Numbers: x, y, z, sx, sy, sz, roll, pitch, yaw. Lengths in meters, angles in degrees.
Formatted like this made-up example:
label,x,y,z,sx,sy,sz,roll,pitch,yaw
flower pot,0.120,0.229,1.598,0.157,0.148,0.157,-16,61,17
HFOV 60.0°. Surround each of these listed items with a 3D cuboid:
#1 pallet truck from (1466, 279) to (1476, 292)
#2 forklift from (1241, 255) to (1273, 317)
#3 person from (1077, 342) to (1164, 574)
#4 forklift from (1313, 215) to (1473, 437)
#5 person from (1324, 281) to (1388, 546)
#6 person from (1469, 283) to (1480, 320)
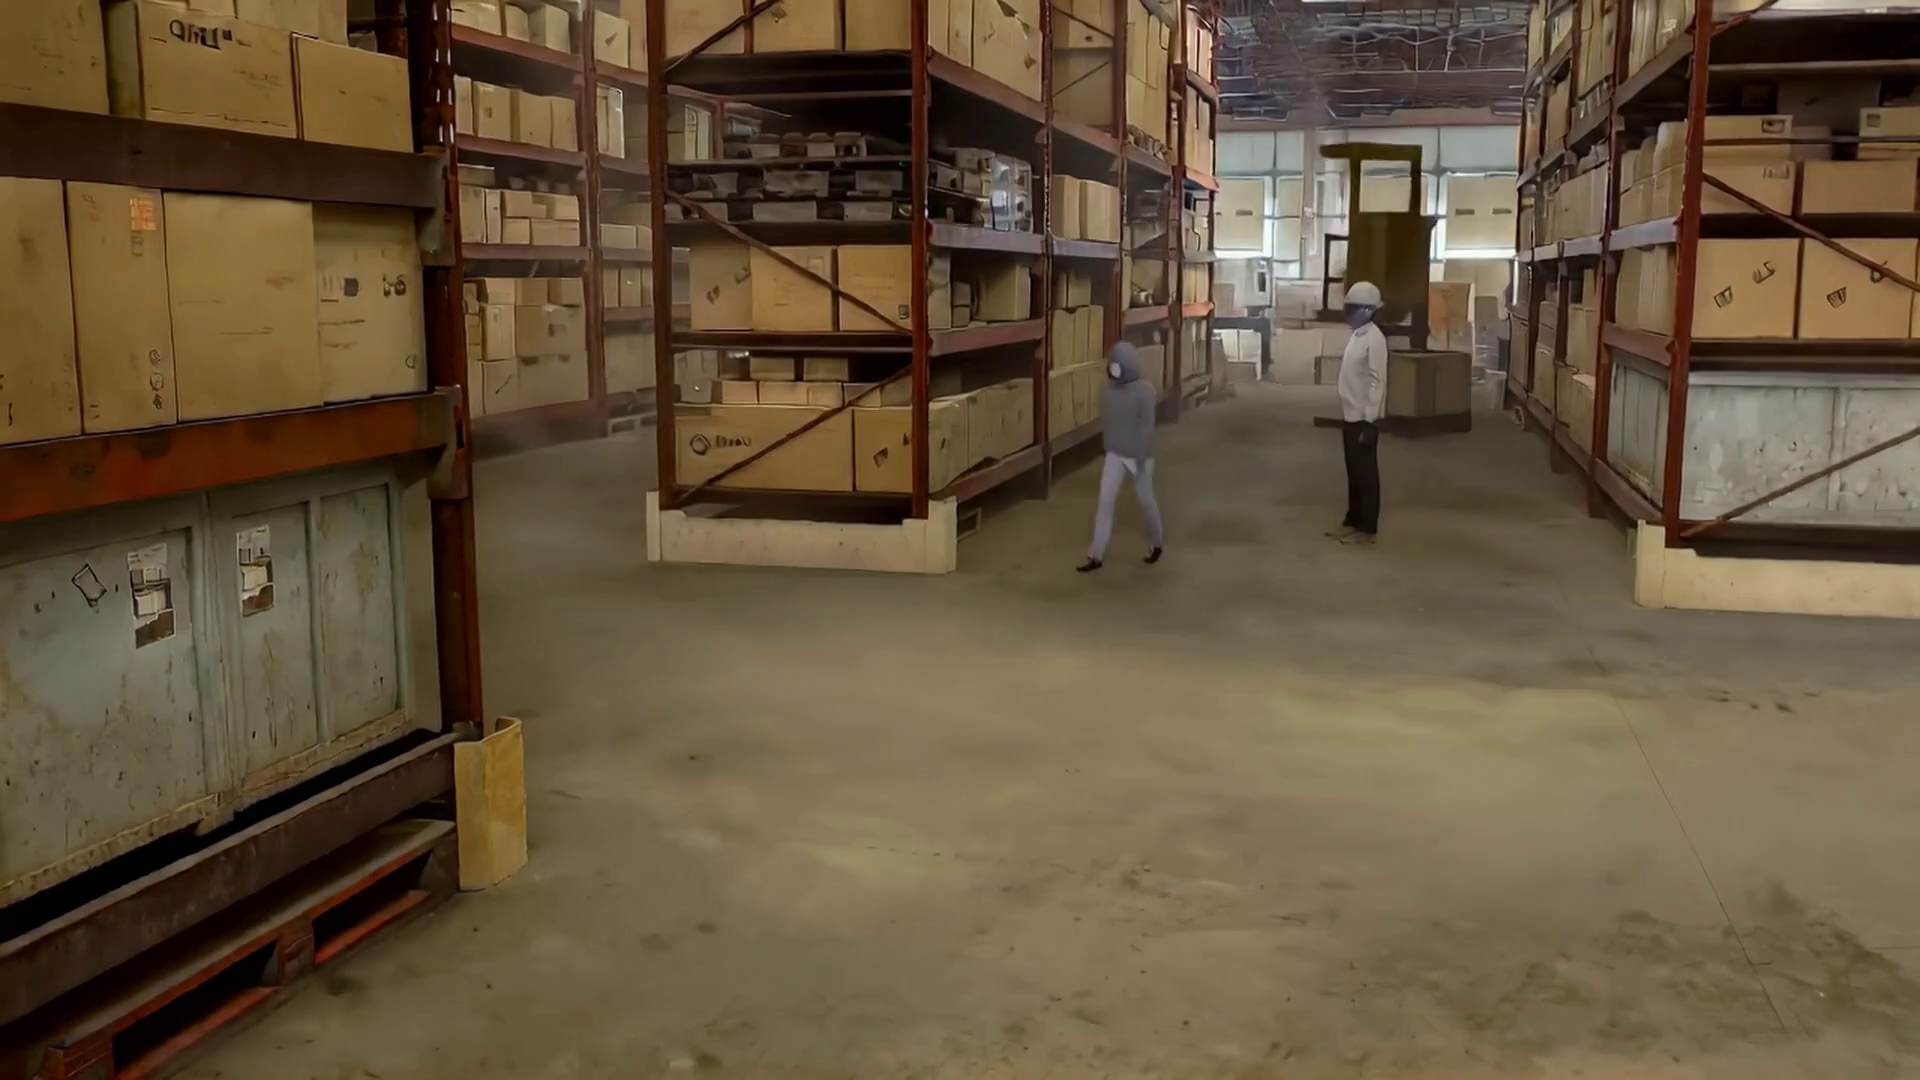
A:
label,x,y,z,sx,sy,sz,roll,pitch,yaw
pallet truck,18.896,-8.459,60.307,1.885,1.965,0.823,5,10,31
forklift,10.552,-8.662,58.803,1.129,2.768,1.873,2,9,15
person,1.165,-0.582,11.563,0.501,1.591,0.839,7,11,38
forklift,5.650,-2.794,21.525,1.129,2.768,1.873,-4,10,-26
person,3.033,-0.953,12.620,0.374,1.997,0.613,-1,9,-6
person,16.096,-7.094,52.010,1.040,1.882,0.628,6,11,32
